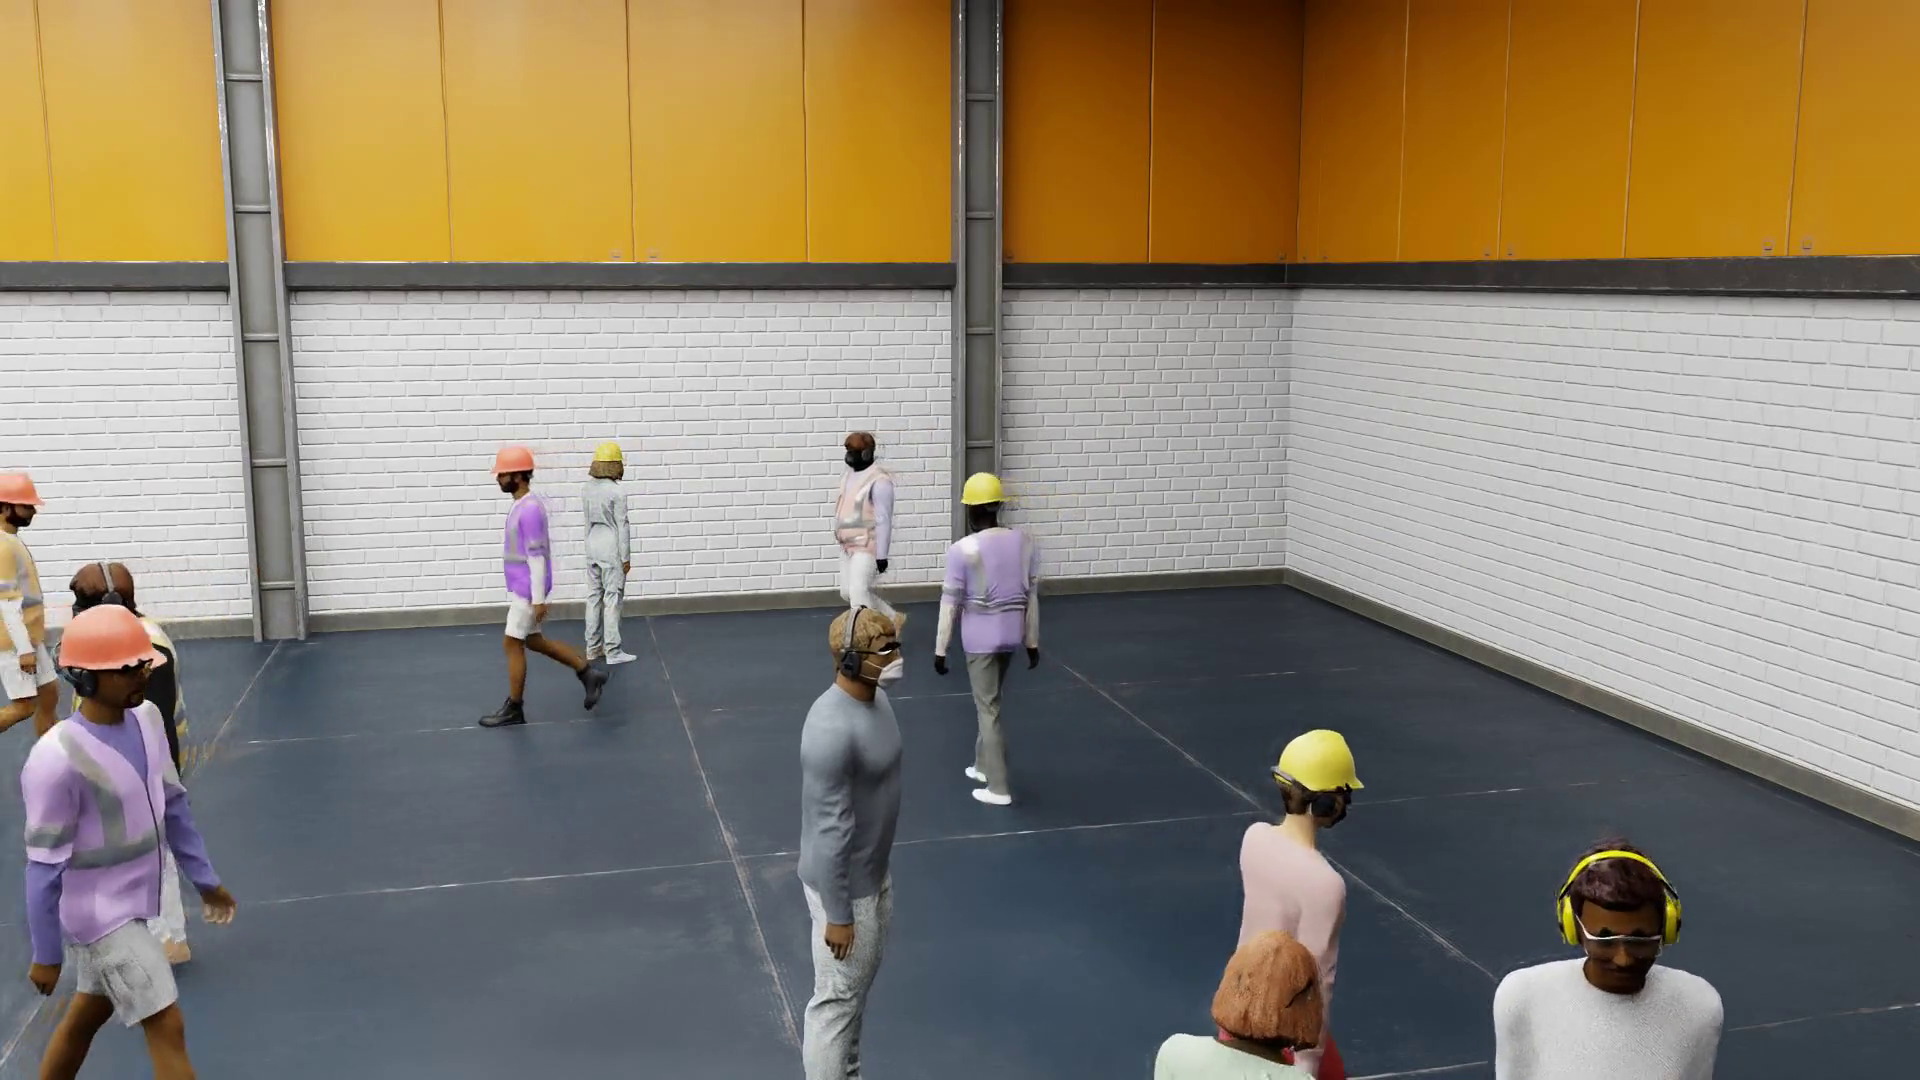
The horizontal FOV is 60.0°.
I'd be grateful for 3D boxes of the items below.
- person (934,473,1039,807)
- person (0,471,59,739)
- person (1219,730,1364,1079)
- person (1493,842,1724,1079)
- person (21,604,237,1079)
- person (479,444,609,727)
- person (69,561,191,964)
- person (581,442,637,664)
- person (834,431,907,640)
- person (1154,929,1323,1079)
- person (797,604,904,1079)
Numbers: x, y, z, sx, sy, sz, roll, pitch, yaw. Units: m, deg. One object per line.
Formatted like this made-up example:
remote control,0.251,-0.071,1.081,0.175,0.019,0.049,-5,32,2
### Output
person,0.107,0.556,9.611,0.614,1.898,0.766,-7,11,-36
person,-5.513,0.559,9.590,0.773,1.911,0.549,-4,10,-22
person,1.006,1.401,4.897,0.882,1.718,0.518,-4,10,-23
person,1.387,1.539,3.673,0.516,1.843,0.441,1,9,7
person,-2.708,1.184,5.439,1.065,1.988,0.616,0,9,-1
person,-2.822,0.301,11.196,0.811,1.913,0.551,-3,10,-19
person,-3.578,0.995,7.096,0.518,1.825,0.659,-8,12,-40
person,-2.743,0.098,12.992,0.479,1.734,0.329,6,11,34
person,-0.710,0.047,13.024,0.609,1.823,0.637,-5,11,-30
person,0.592,1.659,3.686,0.507,1.587,0.863,6,11,34
person,-0.357,1.170,5.662,0.374,1.939,0.628,2,9,10
